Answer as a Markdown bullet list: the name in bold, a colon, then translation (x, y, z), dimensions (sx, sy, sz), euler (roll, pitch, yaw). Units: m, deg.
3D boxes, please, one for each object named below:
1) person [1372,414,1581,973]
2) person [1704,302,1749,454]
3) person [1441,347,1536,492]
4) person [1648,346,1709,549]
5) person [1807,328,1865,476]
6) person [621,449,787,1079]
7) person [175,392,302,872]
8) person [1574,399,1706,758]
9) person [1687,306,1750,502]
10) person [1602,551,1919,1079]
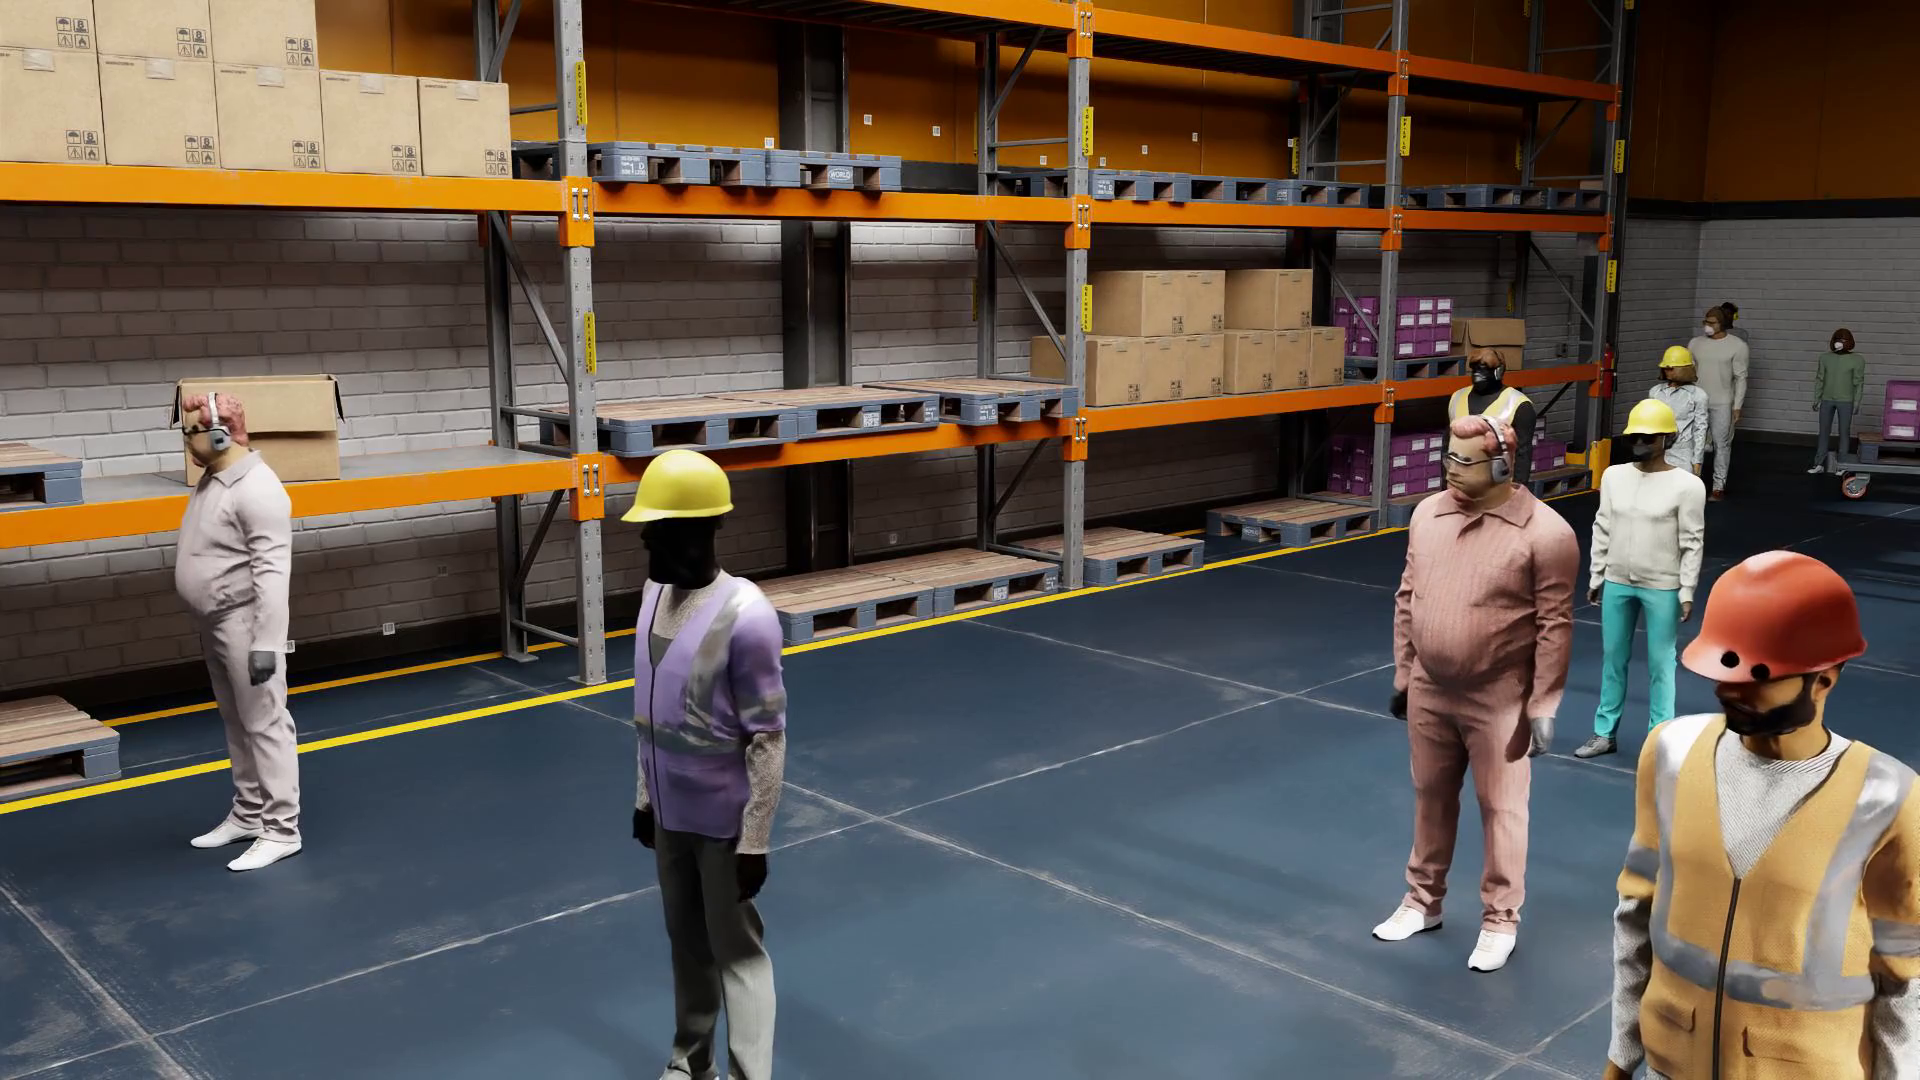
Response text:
- **person**: translation (1.750, 0.518, 5.719), dimensions (0.403, 1.904, 0.637), euler (-9, 13, -41)
- **person**: translation (9.377, -1.981, 20.432), dimensions (0.331, 1.874, 0.519), euler (-9, 13, -41)
- **person**: translation (3.405, -0.334, 10.877), dimensions (0.430, 1.845, 0.619), euler (-9, 13, -41)
- **person**: translation (5.563, -0.647, 13.017), dimensions (0.313, 1.738, 0.483), euler (-9, 13, -41)
- **person**: translation (9.750, -1.531, 18.491), dimensions (0.282, 1.634, 0.498), euler (-9, 13, -41)
- **person**: translation (-0.705, 0.713, 4.495), dimensions (0.378, 1.928, 0.585), euler (-9, 13, -41)
- **person**: translation (-2.899, 0.360, 6.642), dimensions (0.403, 1.904, 0.637), euler (-9, 13, -41)
- **person**: translation (3.231, 0.214, 7.888), dimensions (0.322, 1.769, 0.523), euler (-9, 13, -41)
- **person**: translation (7.482, -1.349, 16.549), dimensions (0.374, 1.936, 0.627), euler (-9, 13, -41)
- **person**: translation (1.418, 0.967, 3.001), dimensions (0.376, 1.931, 0.542), euler (-9, 13, -41)
